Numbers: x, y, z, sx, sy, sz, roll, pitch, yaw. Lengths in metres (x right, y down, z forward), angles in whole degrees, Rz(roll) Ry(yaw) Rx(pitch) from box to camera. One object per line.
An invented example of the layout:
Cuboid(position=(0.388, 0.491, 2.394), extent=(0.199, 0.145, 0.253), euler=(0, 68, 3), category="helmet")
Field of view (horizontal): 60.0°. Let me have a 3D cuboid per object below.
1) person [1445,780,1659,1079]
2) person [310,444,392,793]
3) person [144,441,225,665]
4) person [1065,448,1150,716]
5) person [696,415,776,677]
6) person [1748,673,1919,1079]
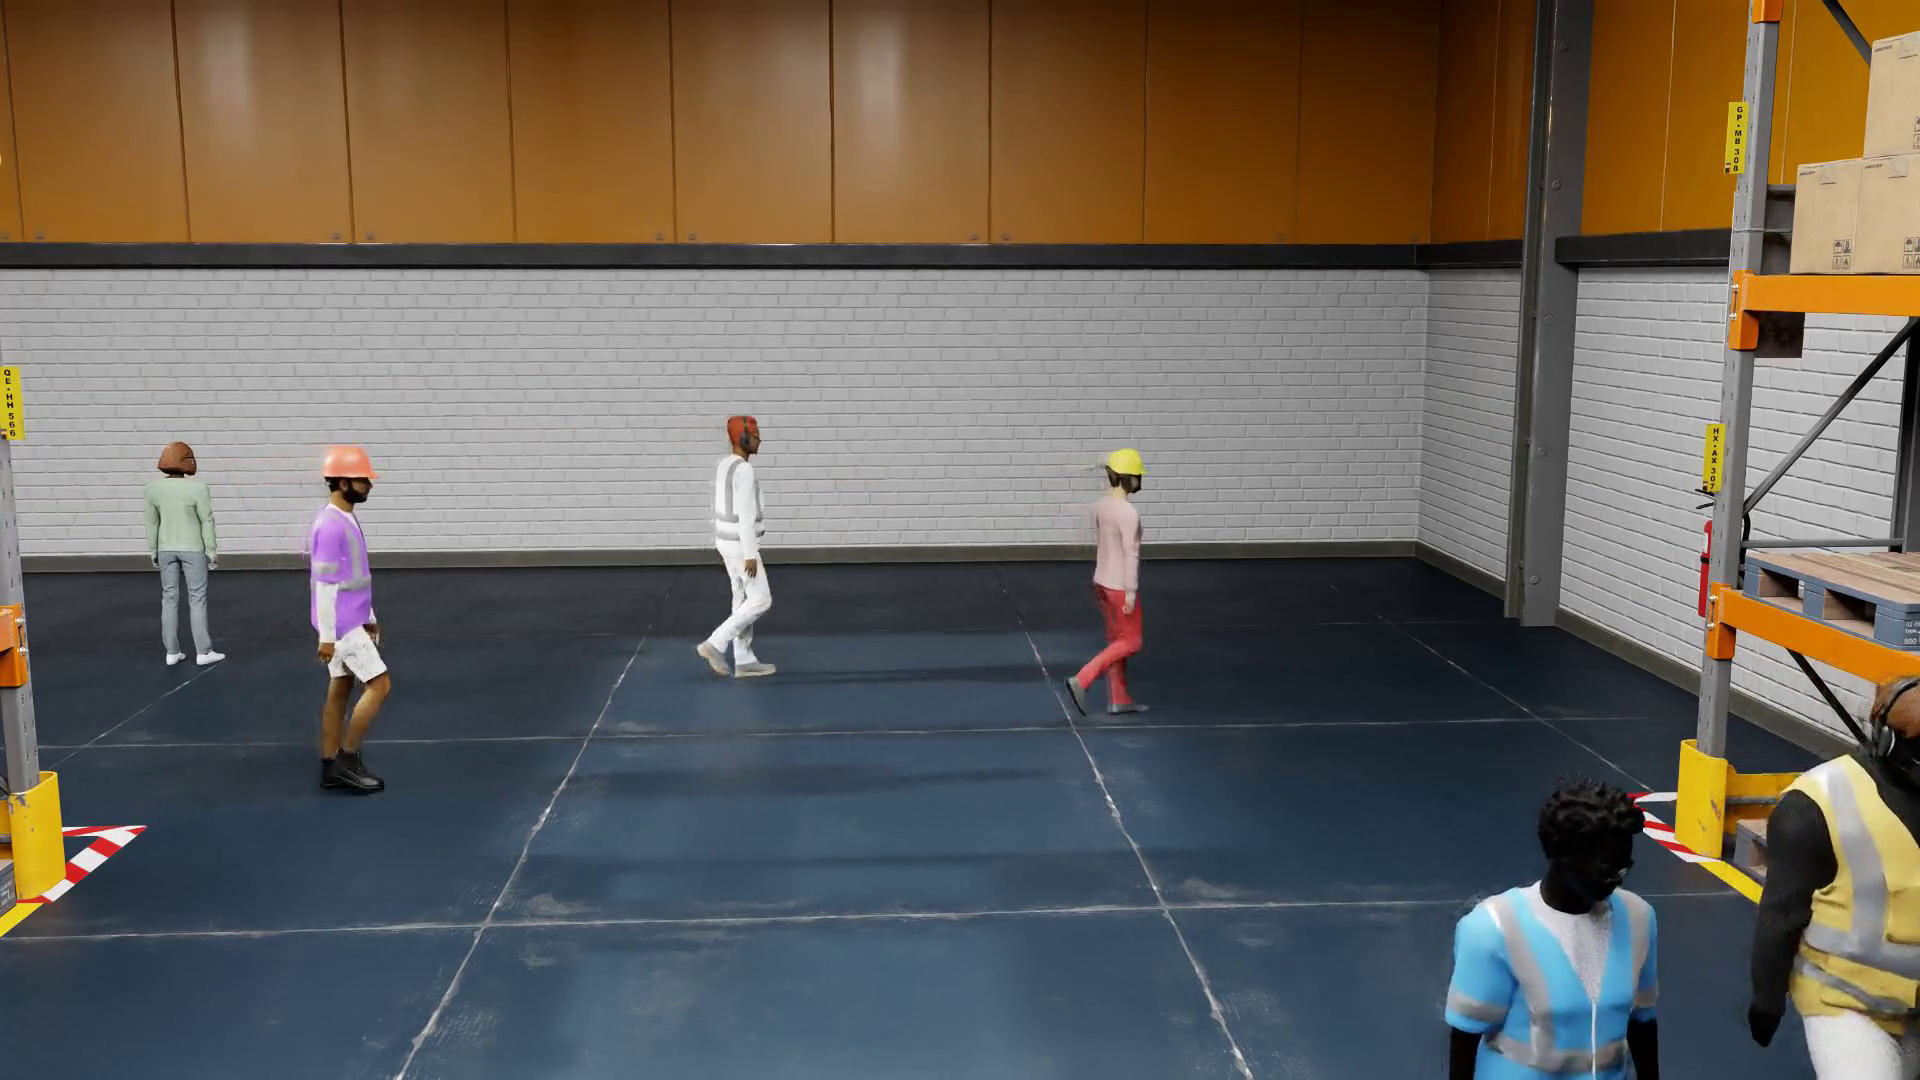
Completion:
Cuboid(position=(1.401, 1.363, 4.048), extent=(0.556, 1.671, 0.447), euler=(-3, 9, -18), category="person")
Cuboid(position=(-3.324, 0.438, 9.083), extent=(0.504, 1.919, 0.542), euler=(-3, 10, -18), category="person")
Cuboid(position=(-5.658, 0.098, 12.119), extent=(0.505, 1.631, 0.278), euler=(1, 9, 4), category="person")
Cuboid(position=(0.955, 0.290, 10.565), extent=(0.582, 1.753, 0.529), euler=(-3, 10, -20), category="person")
Cuboid(position=(-1.558, 0.061, 11.604), extent=(0.489, 1.871, 0.604), euler=(-4, 10, -22), category="person")
Cuboid(position=(2.476, 1.246, 4.357), extent=(0.629, 1.807, 0.763), euler=(-2, 9, -13), category="person")
